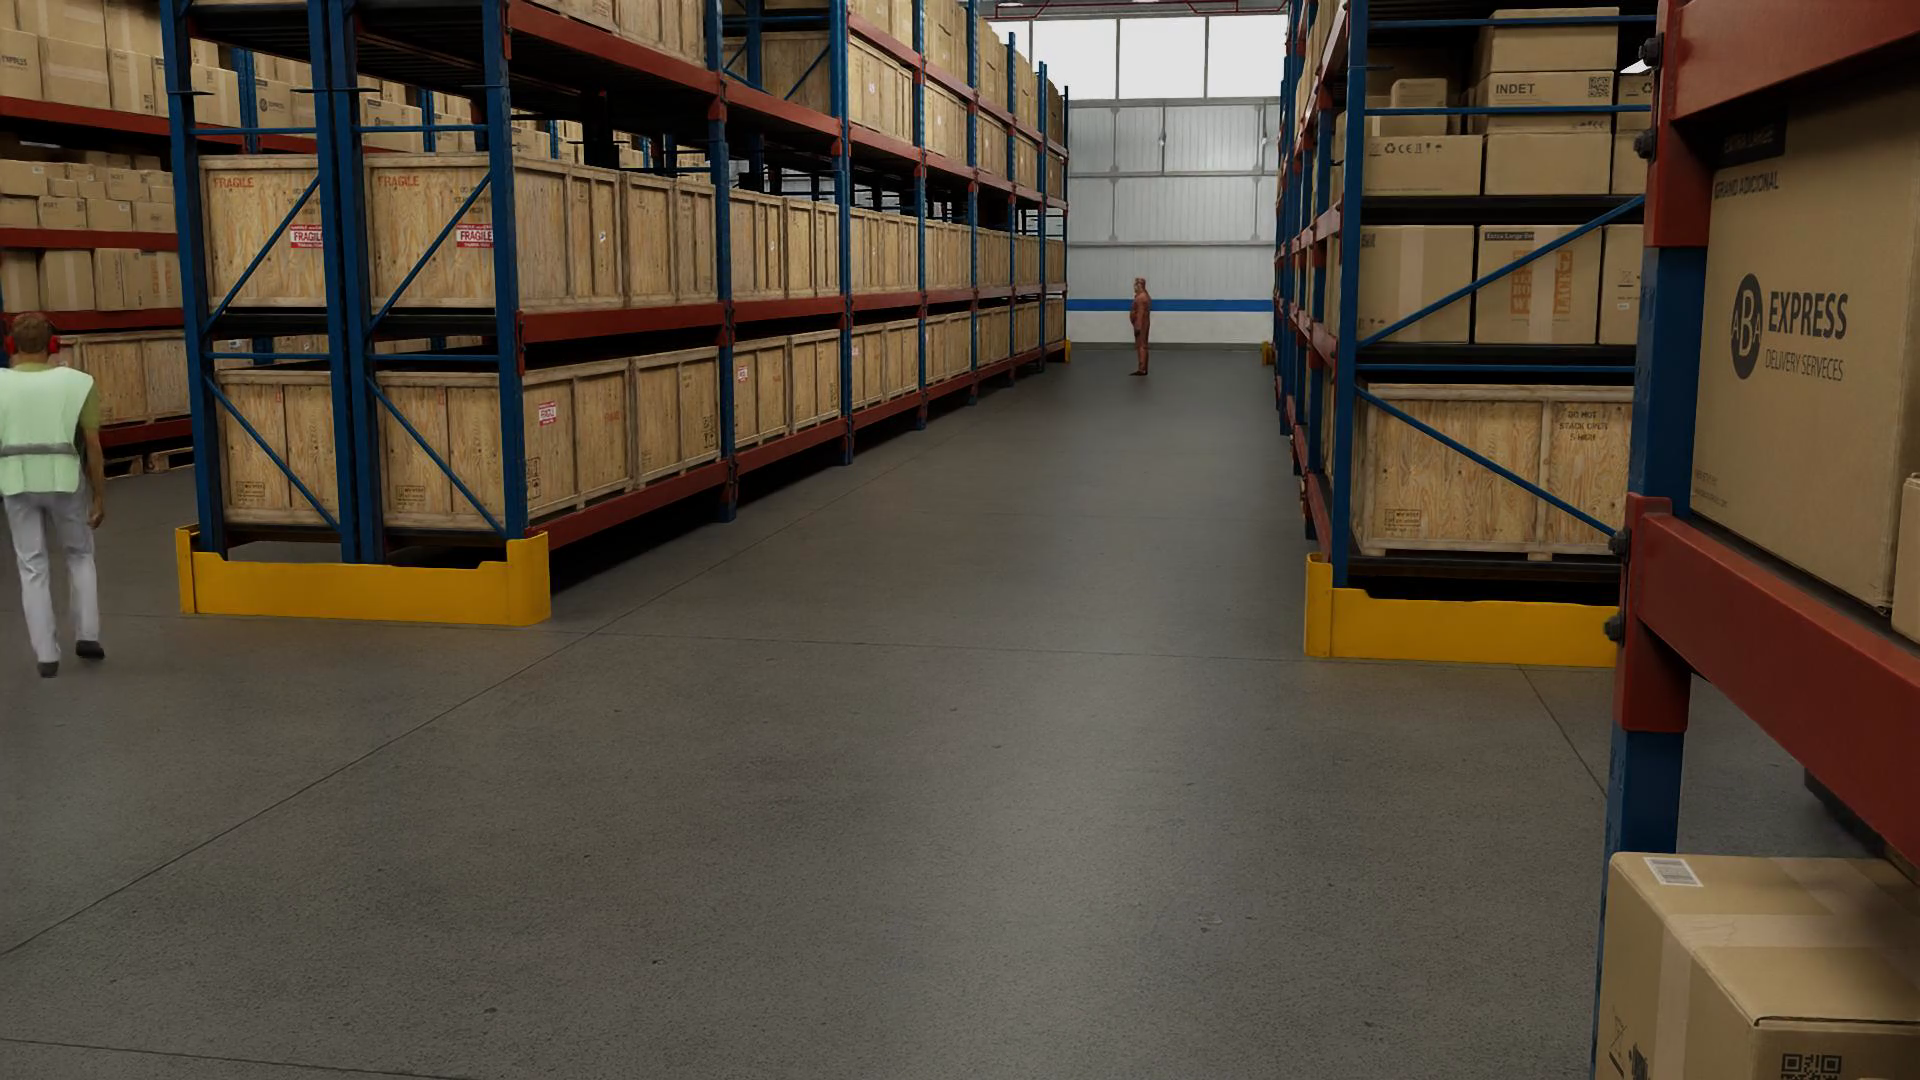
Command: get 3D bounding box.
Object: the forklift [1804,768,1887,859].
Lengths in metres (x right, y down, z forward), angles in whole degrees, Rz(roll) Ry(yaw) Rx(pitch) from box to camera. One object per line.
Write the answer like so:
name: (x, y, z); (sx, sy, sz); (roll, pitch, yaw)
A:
forklift: (4.057, -0.298, 5.533); (1.873, 2.768, 1.129); (2, 9, 10)

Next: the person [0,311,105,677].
person: (-4.645, -0.236, 8.432); (0.571, 1.826, 0.597); (-5, 10, -28)

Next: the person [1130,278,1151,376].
person: (3.519, -4.170, 32.572); (0.400, 1.910, 0.643); (3, 10, 18)
